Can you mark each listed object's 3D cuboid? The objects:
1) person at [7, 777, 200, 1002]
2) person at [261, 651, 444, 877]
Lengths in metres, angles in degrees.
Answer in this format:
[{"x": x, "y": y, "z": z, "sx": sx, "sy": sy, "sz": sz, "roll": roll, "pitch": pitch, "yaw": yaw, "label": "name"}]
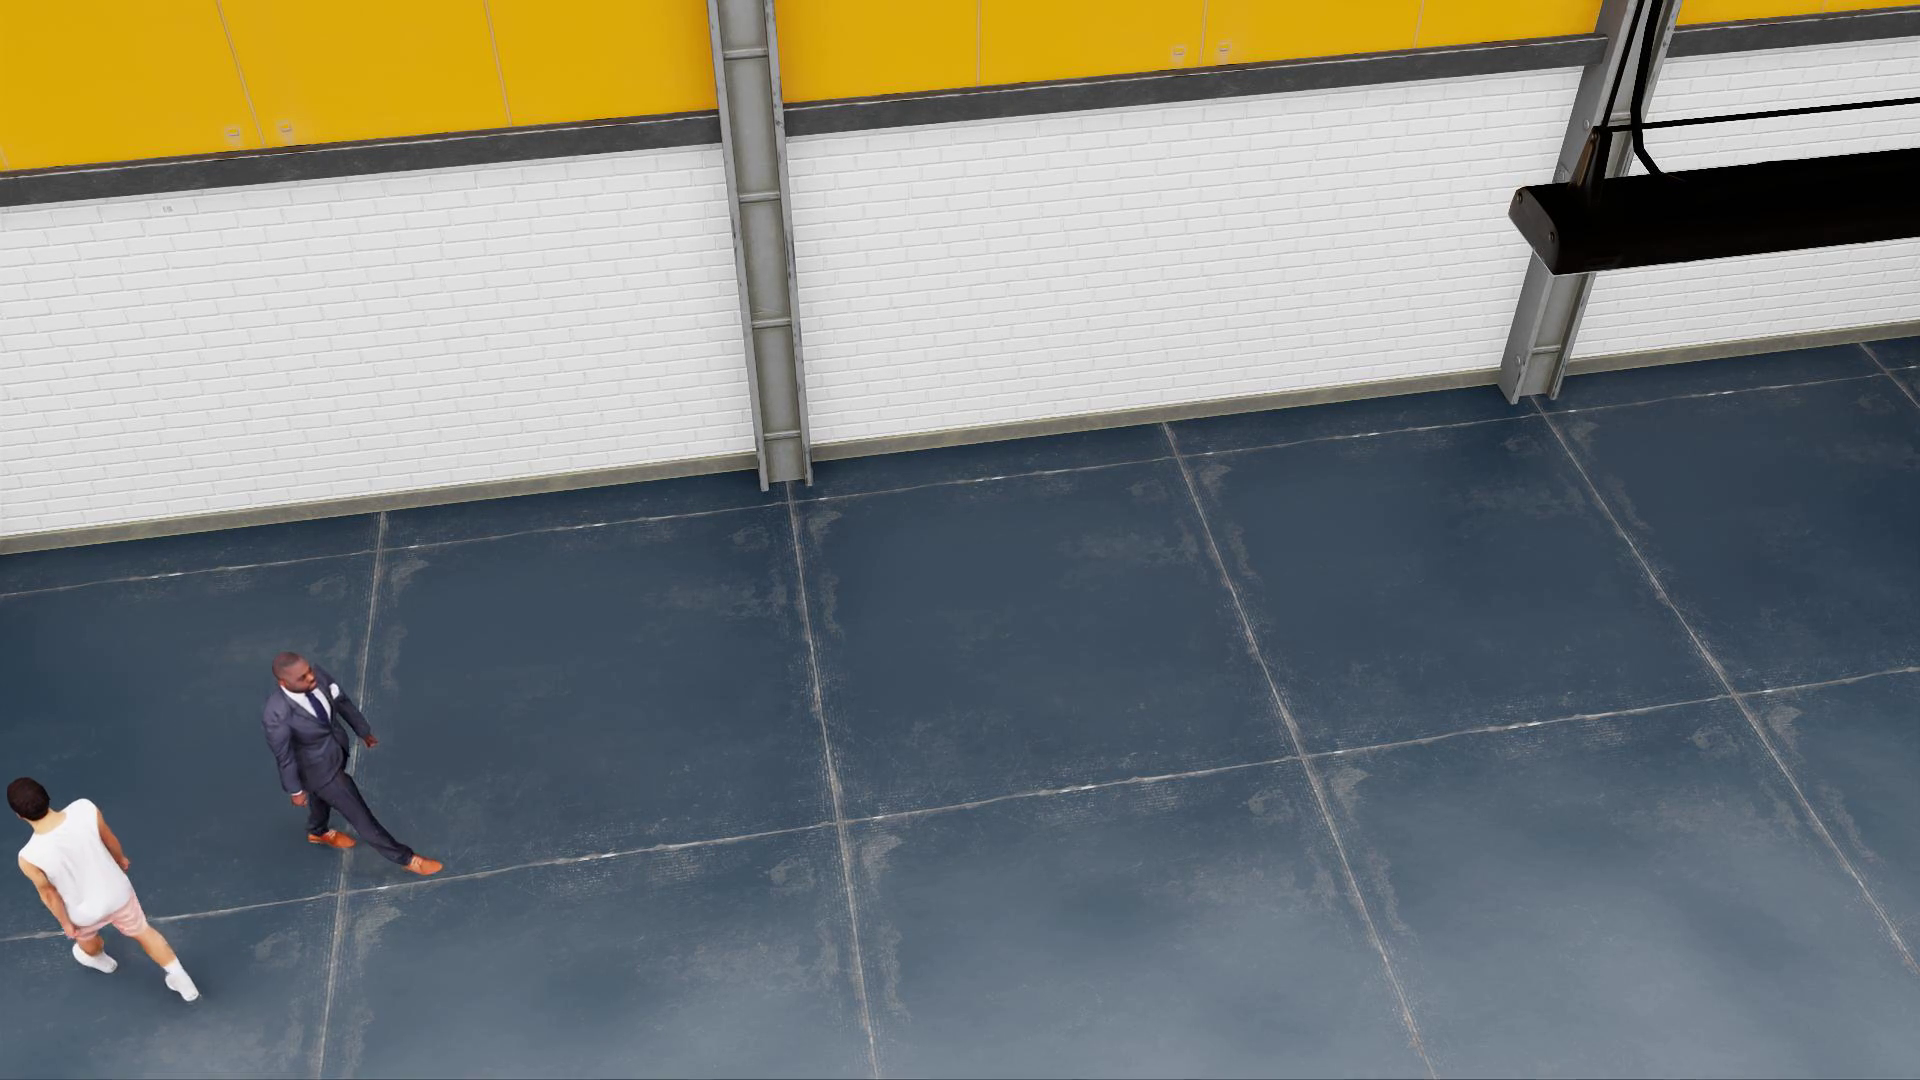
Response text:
[{"x": -4.568, "y": 1.918, "z": 8.880, "sx": 1.177, "sy": 1.747, "sz": 1.095, "roll": 24, "pitch": 49, "yaw": 23, "label": "person"}, {"x": -3.714, "y": 1.267, "z": 9.541, "sx": 1.289, "sy": 1.776, "sz": 1.012, "roll": 8, "pitch": 44, "yaw": 9, "label": "person"}]
